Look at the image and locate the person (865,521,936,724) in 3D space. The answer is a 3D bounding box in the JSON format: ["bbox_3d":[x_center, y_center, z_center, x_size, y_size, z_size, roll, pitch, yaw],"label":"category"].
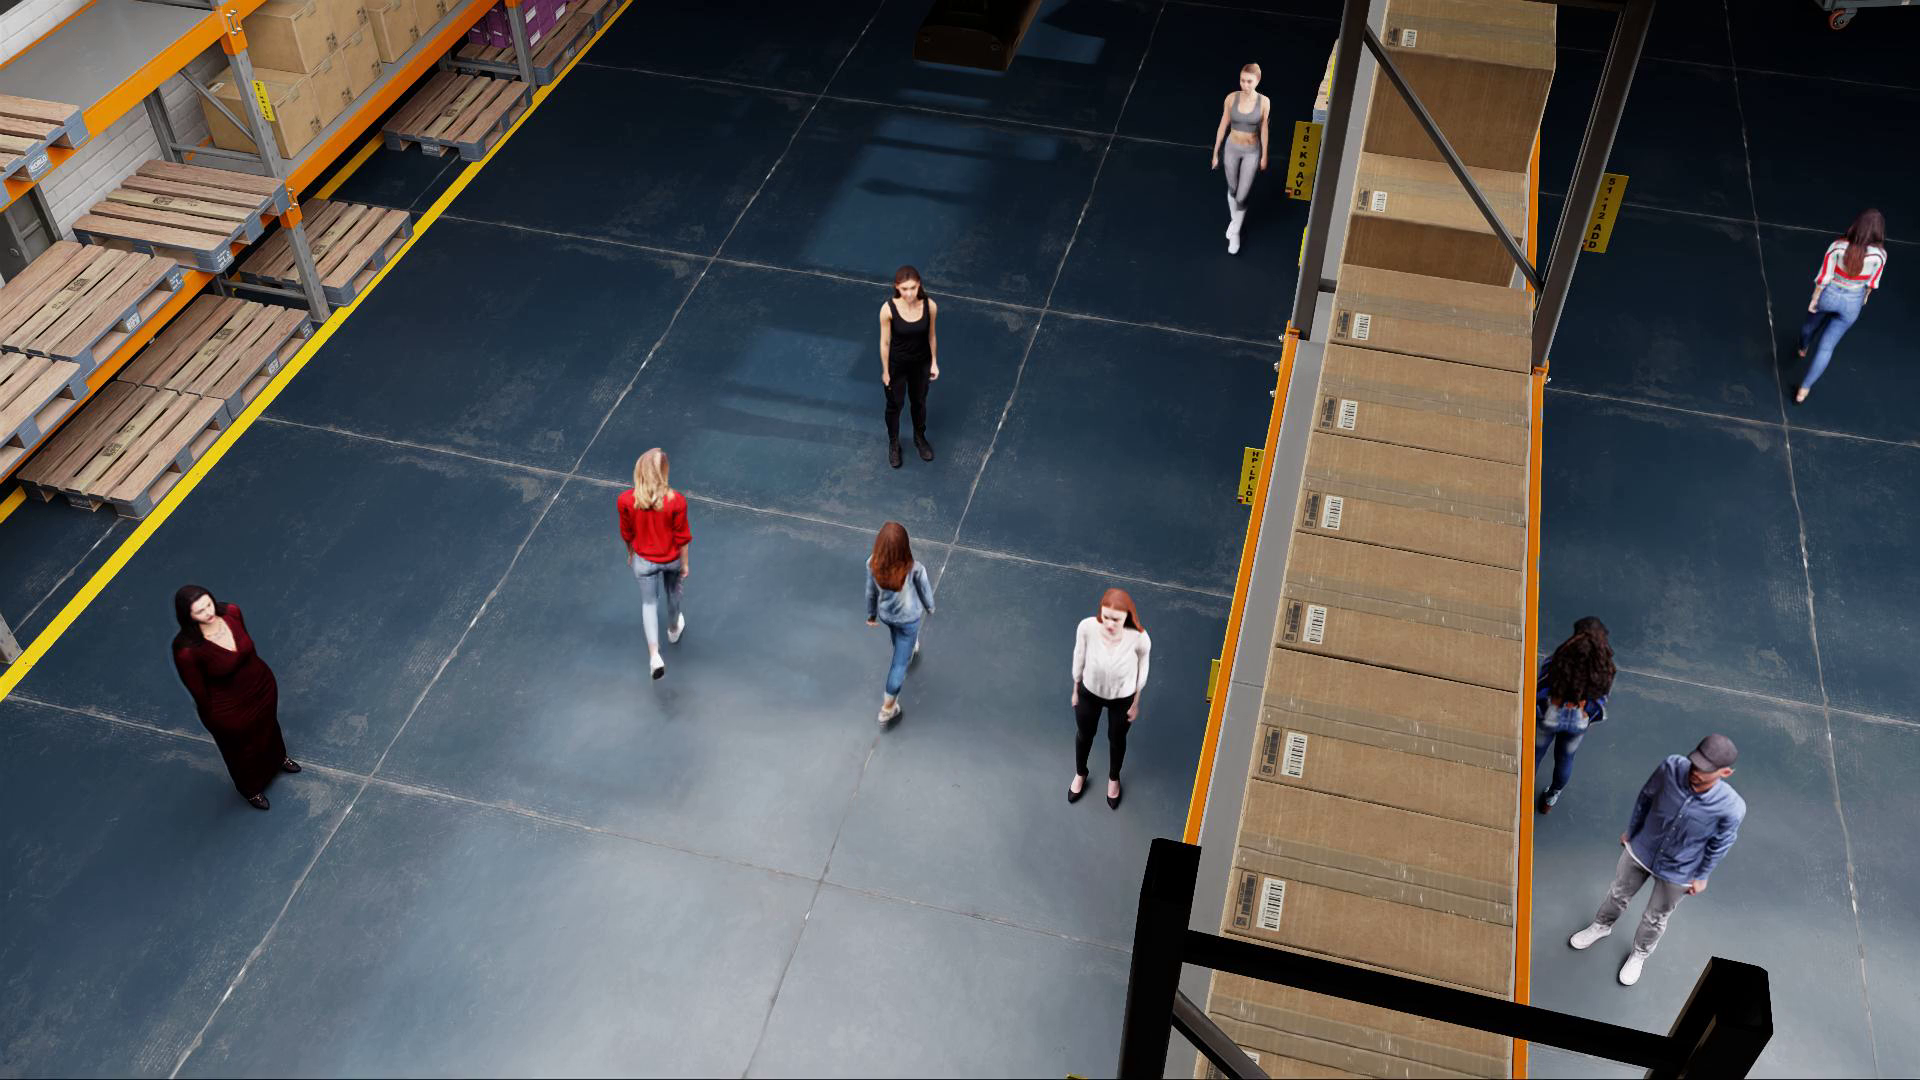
[{"bbox_3d":[-0.408,0.518,10.485,0.636,1.454,1.013,16,46,16],"label":"person"}]

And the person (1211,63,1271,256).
[{"bbox_3d":[2.460,-3.371,14.399,0.647,1.687,0.775,15,46,15],"label":"person"}]

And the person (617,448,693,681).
[{"bbox_3d":[-1.936,0.180,10.680,0.799,1.675,1.055,-3,44,-3],"label":"person"}]

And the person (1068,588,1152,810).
[{"bbox_3d":[0.867,0.932,9.829,0.587,1.760,0.495,10,44,10],"label":"person"}]

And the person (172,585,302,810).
[{"bbox_3d":[-4.312,0.900,9.865,0.748,1.756,0.585,15,46,15],"label":"person"}]

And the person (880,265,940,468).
[{"bbox_3d":[-0.378,-1.296,12.219,0.682,1.688,0.705,-10,44,-10],"label":"person"}]

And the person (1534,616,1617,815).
[{"bbox_3d":[3.545,1.046,9.815,0.614,1.615,0.563,7,44,7],"label":"person"}]

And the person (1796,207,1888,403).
[{"bbox_3d":[6.752,-1.774,12.812,0.788,1.564,1.121,22,48,21],"label":"person"}]

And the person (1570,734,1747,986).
[{"bbox_3d":[3.793,1.690,8.941,0.750,1.888,0.742,-32,52,-29],"label":"person"}]
